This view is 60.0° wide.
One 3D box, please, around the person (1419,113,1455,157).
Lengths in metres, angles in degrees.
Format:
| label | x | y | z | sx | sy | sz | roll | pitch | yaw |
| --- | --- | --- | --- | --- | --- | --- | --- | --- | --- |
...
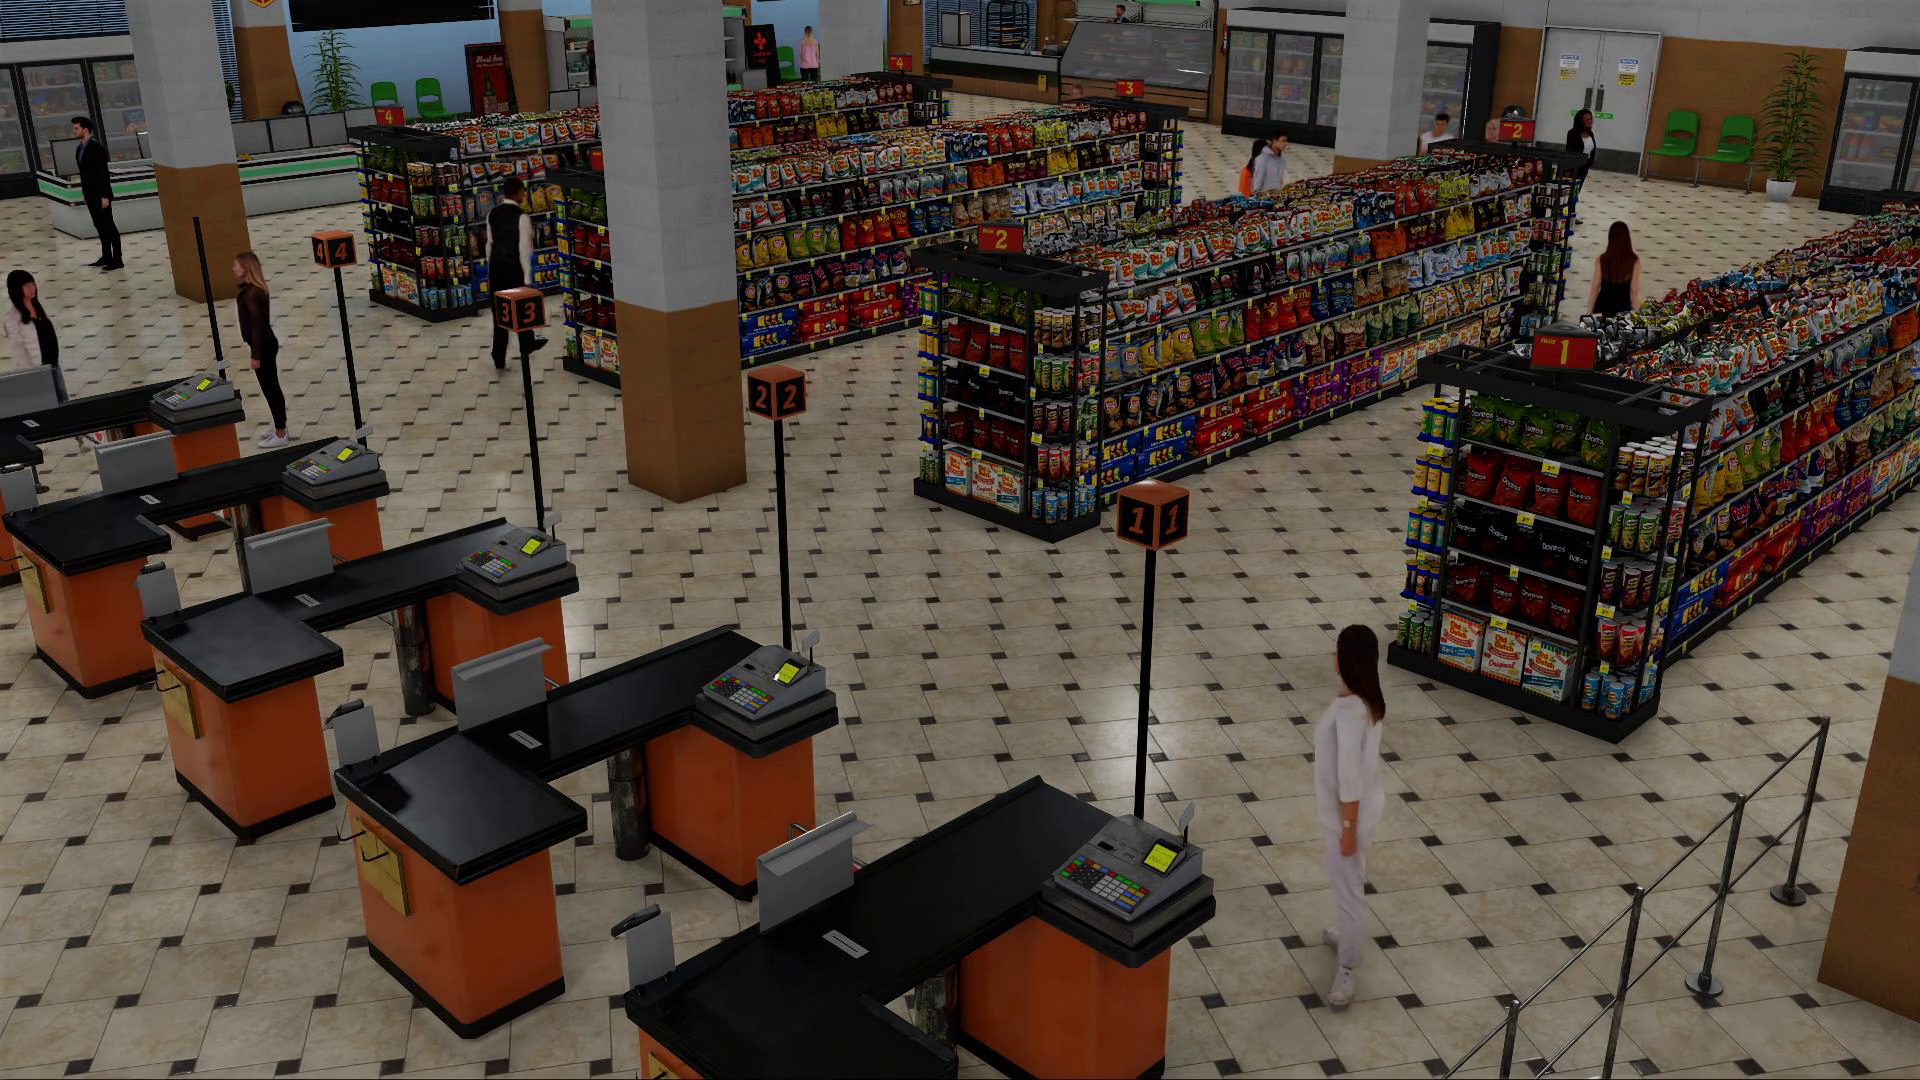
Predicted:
| label | x | y | z | sx | sy | sz | roll | pitch | yaw |
| --- | --- | --- | --- | --- | --- | --- | --- | --- | --- |
| person | 6.374 | -4.826 | 22.244 | 0.734 | 1.754 | 0.733 | 16 | 27 | 34 |

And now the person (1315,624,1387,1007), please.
| label | x | y | z | sx | sy | sz | roll | pitch | yaw |
| --- | --- | --- | --- | --- | --- | --- | --- | --- | --- |
| person | 1.741 | 1.220 | 7.319 | 0.880 | 1.664 | 0.702 | 2 | 22 | 5 |

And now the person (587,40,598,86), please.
| label | x | y | z | sx | sy | sz | roll | pitch | yaw |
| --- | --- | --- | --- | --- | --- | --- | --- | --- | --- |
| person | -6.730 | -8.382 | 31.011 | 0.758 | 1.816 | 0.744 | -4 | 22 | -9 |

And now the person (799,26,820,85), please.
| label | x | y | z | sx | sy | sz | roll | pitch | yaw |
| --- | --- | --- | --- | --- | --- | --- | --- | --- | --- |
| person | -3.210 | -10.076 | 35.402 | 0.626 | 1.686 | 0.735 | -7 | 23 | -16 |

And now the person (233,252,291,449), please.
| label | x | y | z | sx | sy | sz | roll | pitch | yaw |
| --- | --- | --- | --- | --- | --- | --- | --- | --- | --- |
| person | -6.041 | -1.657 | 14.424 | 0.678 | 1.705 | 0.677 | -5 | 22 | -13 |

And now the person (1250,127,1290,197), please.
| label | x | y | z | sx | sy | sz | roll | pitch | yaw |
| --- | --- | --- | --- | --- | --- | --- | --- | --- | --- |
| person | 3.578 | -4.036 | 20.104 | 0.881 | 1.884 | 0.761 | -18 | 28 | -38 |

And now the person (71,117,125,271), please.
| label | x | y | z | sx | sy | sz | roll | pitch | yaw |
| --- | --- | --- | --- | --- | --- | --- | --- | --- | --- |
| person | -10.856 | -4.372 | 20.928 | 0.728 | 1.893 | 0.655 | 15 | 26 | 33 |

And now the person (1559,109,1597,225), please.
| label | x | y | z | sx | sy | sz | roll | pitch | yaw |
| --- | --- | --- | --- | --- | --- | --- | --- | --- | --- |
| person | 8.703 | -5.268 | 23.531 | 0.606 | 1.615 | 0.737 | -15 | 26 | -33 |

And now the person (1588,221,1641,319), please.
| label | x | y | z | sx | sy | sz | roll | pitch | yaw |
| --- | --- | --- | --- | --- | --- | --- | --- | --- | --- |
| person | 6.044 | -2.079 | 15.463 | 0.729 | 1.712 | 0.905 | 11 | 24 | 25 |

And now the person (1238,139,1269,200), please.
| label | x | y | z | sx | sy | sz | roll | pitch | yaw |
| --- | --- | --- | --- | --- | --- | --- | --- | --- | --- |
| person | 3.642 | -3.923 | 20.035 | 0.964 | 1.727 | 0.955 | -6 | 23 | -15 |

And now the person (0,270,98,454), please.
| label | x | y | z | sx | sy | sz | roll | pitch | yaw |
| --- | --- | --- | --- | --- | --- | --- | --- | --- | --- |
| person | -7.894 | -1.467 | 14.101 | 1.030 | 1.593 | 1.111 | 6 | 23 | 15 |

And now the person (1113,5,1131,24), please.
| label | x | y | z | sx | sy | sz | roll | pitch | yaw |
| --- | --- | --- | --- | --- | --- | --- | --- | --- | --- |
| person | 3.711 | -11.417 | 38.497 | 0.548 | 1.867 | 0.626 | -20 | 30 | -41 |

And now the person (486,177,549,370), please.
| label | x | y | z | sx | sy | sz | roll | pitch | yaw |
| --- | --- | --- | --- | --- | --- | --- | --- | --- | --- |
| person | -4.521 | -2.607 | 16.573 | 1.167 | 1.865 | 1.358 | 5 | 22 | 12 |
